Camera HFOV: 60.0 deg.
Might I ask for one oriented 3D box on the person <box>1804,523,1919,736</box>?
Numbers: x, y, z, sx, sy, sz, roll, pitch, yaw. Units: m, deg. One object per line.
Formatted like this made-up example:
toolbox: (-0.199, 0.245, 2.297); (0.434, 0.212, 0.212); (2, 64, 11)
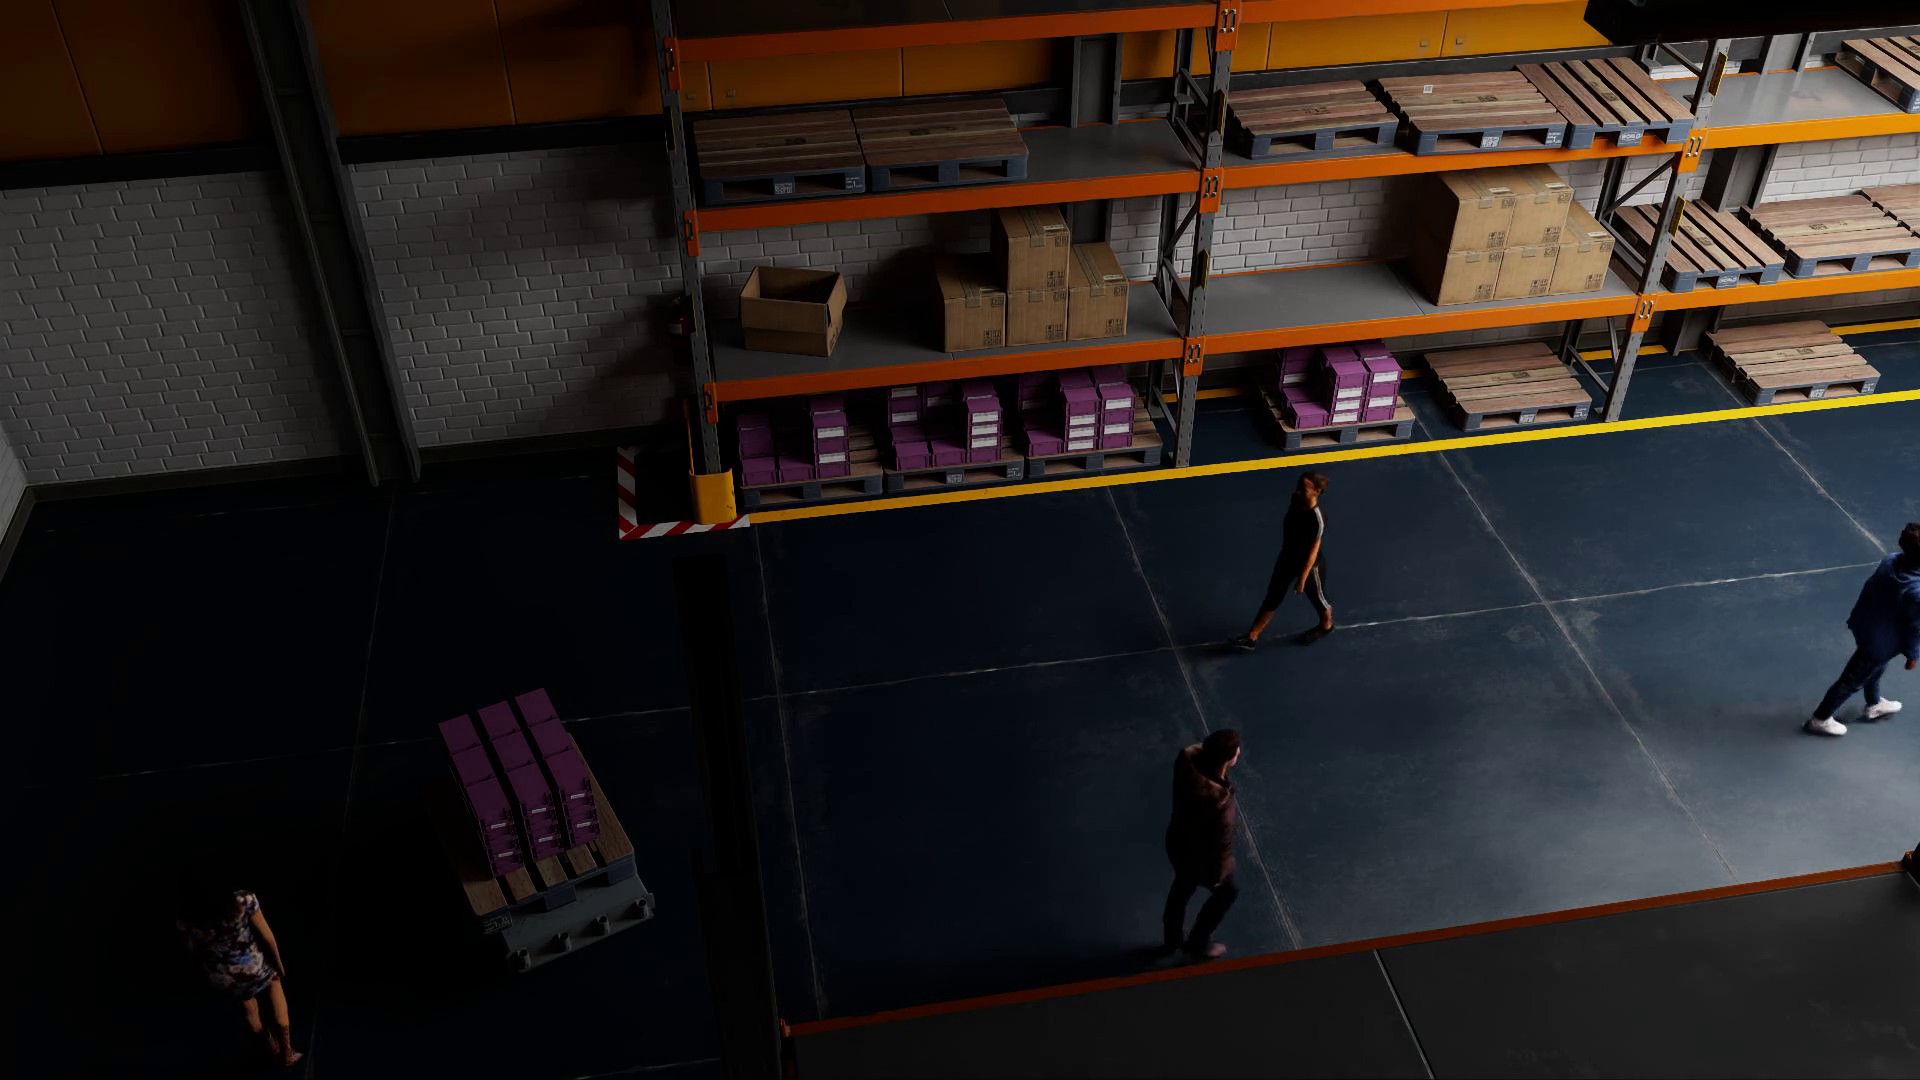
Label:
person: (6.219, 0.642, 11.404); (1.017, 1.774, 0.789); (0, 39, 0)

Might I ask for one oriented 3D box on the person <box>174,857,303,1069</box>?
person: (-3.987, 2.423, 9.217); (0.694, 1.722, 0.757); (-17, 42, -20)

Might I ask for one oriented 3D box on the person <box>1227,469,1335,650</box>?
person: (2.572, 0.153, 12.138); (1.160, 1.623, 0.741); (-14, 41, -17)

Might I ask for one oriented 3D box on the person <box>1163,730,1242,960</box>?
person: (1.346, 1.843, 9.855); (0.755, 1.831, 0.814); (-14, 41, -16)
